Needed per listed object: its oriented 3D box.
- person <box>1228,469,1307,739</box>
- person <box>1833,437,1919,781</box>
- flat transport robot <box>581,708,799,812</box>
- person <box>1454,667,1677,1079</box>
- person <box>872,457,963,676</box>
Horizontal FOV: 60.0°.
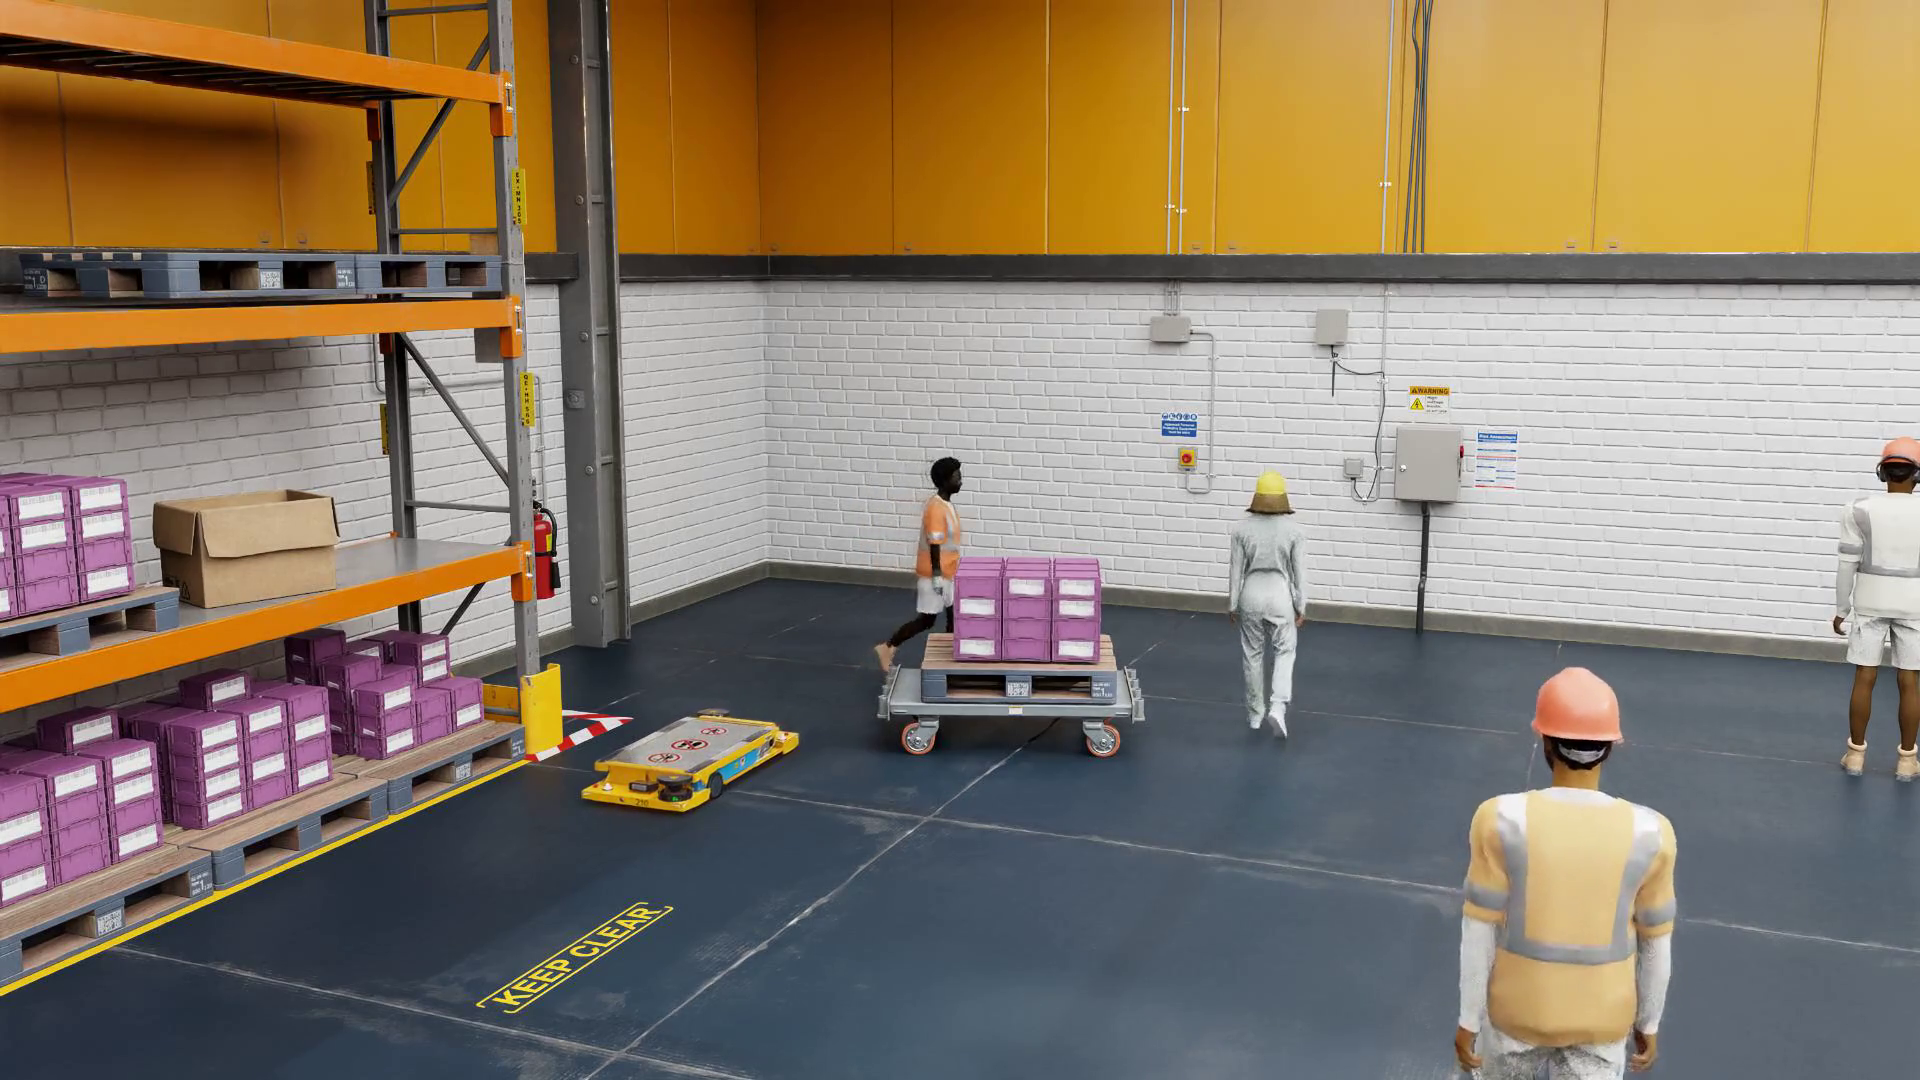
[{"bbox_3d":[1.970,0.411,10.740,0.511,1.738,0.534,3,10,15],"label":"person"},{"bbox_3d":[5.510,0.406,9.846,0.605,2.033,0.392,5,11,30],"label":"person"},{"bbox_3d":[-1.567,1.283,9.860,0.652,0.197,1.431,4,10,21],"label":"flat transport robot"},{"bbox_3d":[1.713,1.298,4.773,0.570,1.919,0.650,2,10,14],"label":"person"},{"bbox_3d":[-0.234,0.219,12.043,0.734,1.673,0.527,3,10,16],"label":"person"}]
